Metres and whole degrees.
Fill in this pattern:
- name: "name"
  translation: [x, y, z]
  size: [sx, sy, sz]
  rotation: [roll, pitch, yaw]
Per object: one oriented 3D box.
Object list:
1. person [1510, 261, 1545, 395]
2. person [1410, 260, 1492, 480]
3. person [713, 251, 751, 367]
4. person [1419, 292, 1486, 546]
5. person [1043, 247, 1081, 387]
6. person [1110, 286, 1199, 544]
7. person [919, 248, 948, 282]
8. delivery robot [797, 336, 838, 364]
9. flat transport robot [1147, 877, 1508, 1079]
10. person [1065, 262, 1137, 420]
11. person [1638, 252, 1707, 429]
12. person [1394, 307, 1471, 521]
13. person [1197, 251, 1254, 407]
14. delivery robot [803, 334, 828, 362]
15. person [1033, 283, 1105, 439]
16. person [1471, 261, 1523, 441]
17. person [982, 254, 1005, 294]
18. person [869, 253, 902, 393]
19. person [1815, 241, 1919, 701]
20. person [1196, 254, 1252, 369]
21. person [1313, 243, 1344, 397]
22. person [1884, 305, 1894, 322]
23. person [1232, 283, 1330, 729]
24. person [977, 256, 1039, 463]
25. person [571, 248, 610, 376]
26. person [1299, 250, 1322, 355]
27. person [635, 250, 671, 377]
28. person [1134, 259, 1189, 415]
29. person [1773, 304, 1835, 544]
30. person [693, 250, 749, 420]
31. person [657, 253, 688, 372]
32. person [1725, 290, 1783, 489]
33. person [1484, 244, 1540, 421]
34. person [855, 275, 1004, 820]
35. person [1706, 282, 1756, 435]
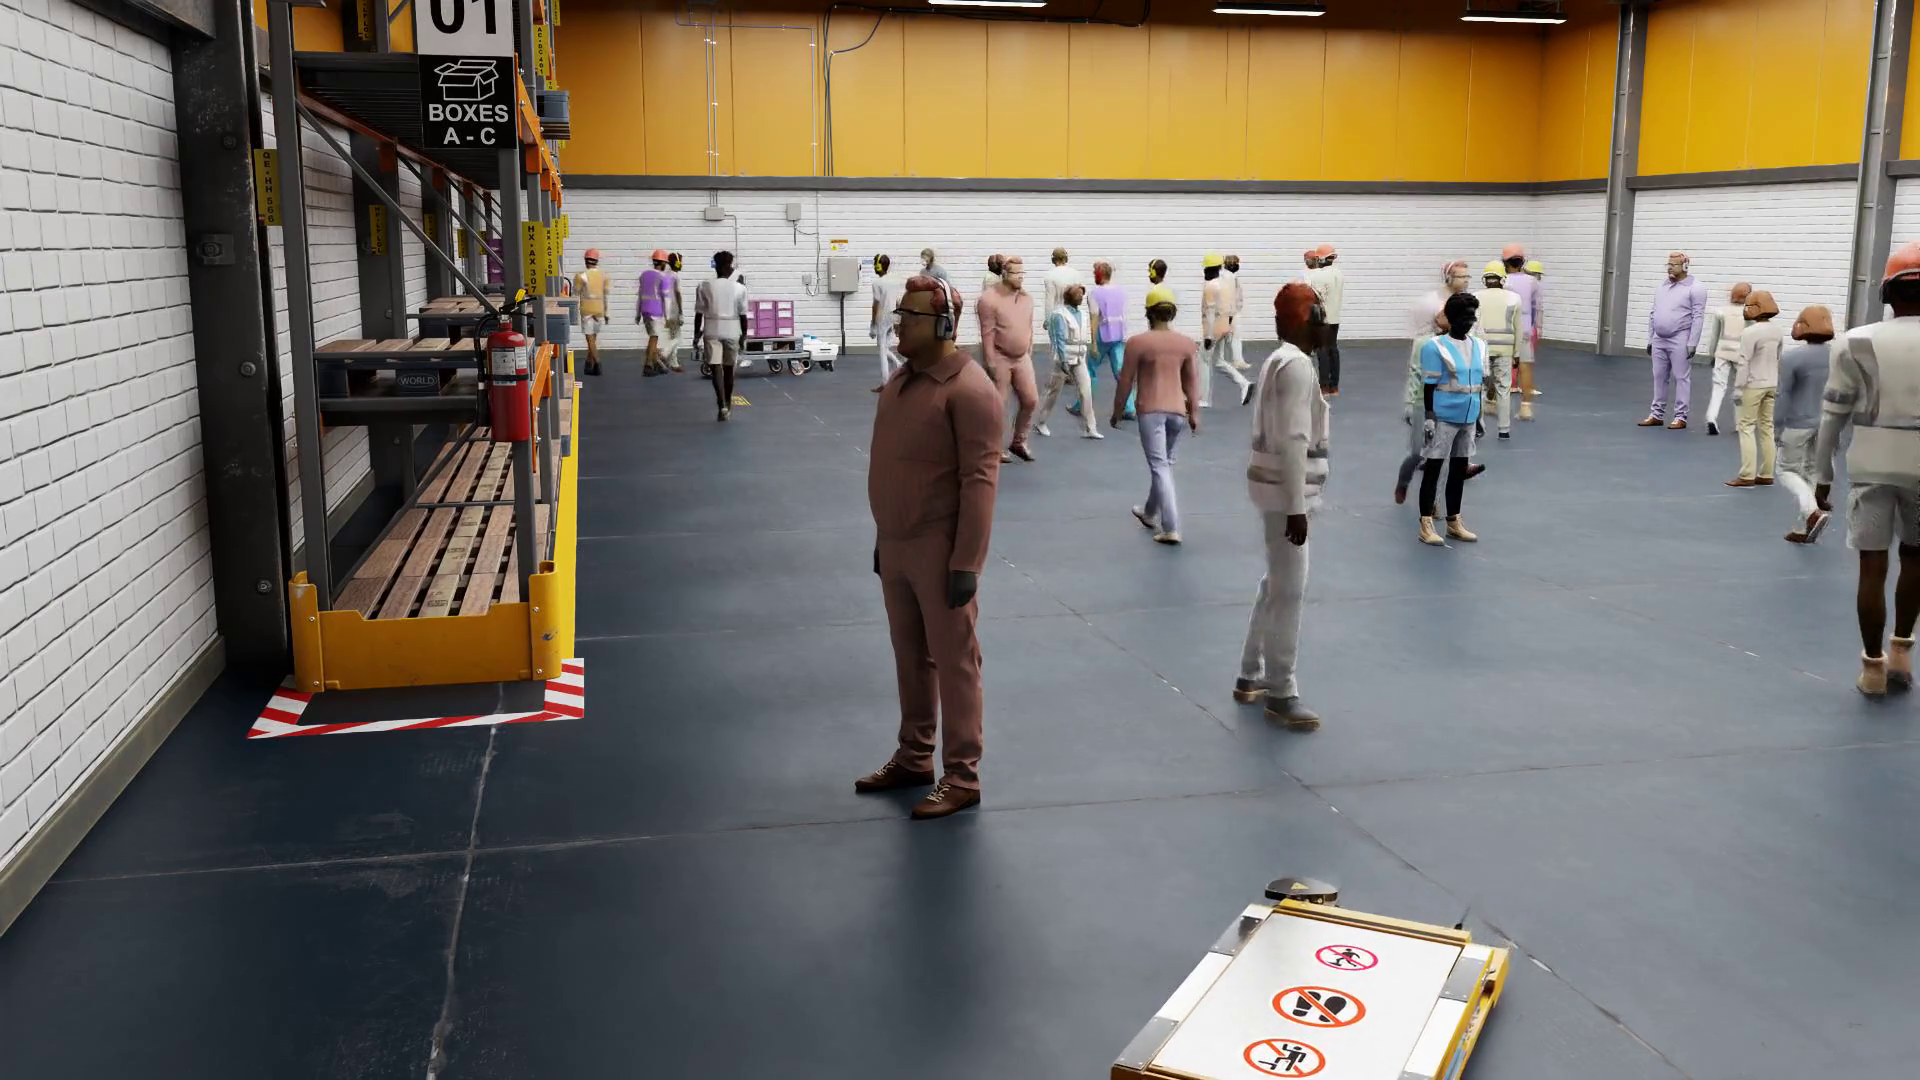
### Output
- name: "person"
  translation: [7.523, -2.801, 21.998]
  size: [0.323, 1.763, 0.533]
  rotation: [-4, 11, -21]
- name: "person"
  translation: [4.254, -1.445, 14.232]
  size: [0.672, 1.853, 1.005]
  rotation: [-5, 12, -27]
- name: "person"
  translation: [-3.669, -3.659, 26.508]
  size: [0.607, 1.872, 1.060]
  rotation: [5, 11, 26]
- name: "person"
  translation: [3.309, -0.812, 11.166]
  size: [0.532, 1.694, 0.319]
  rotation: [-5, 11, -26]
- name: "person"
  translation: [1.403, -3.095, 23.149]
  size: [0.629, 1.937, 0.379]
  rotation: [-8, 13, -38]
- name: "person"
  translation: [1.336, -0.864, 11.387]
  size: [0.534, 1.717, 0.894]
  rotation: [-4, 11, -23]
- name: "person"
  translation: [-0.416, -3.676, 26.432]
  size: [0.474, 1.915, 0.687]
  rotation: [-8, 13, -39]
- name: "delivery robot"
  translation: [-2.256, -2.929, 25.793]
  size: [0.707, 0.478, 0.477]
  rotation: [-5, 11, -24]
- name: "flat transport robot"
  translation: [0.881, 1.186, 4.040]
  size: [0.652, 0.197, 1.431]
  rotation: [5, 11, 26]
- name: "person"
  translation: [1.648, -2.267, 18.967]
  size: [0.583, 1.789, 1.015]
  rotation: [-8, 13, -39]
- name: "person"
  translation: [7.717, -2.157, 18.031]
  size: [0.407, 1.908, 0.641]
  rotation: [-6, 12, -29]
- name: "person"
  translation: [3.510, -0.970, 12.258]
  size: [0.548, 1.604, 0.566]
  rotation: [-1, 10, -7]
- name: "person"
  translation: [3.164, -2.536, 20.162]
  size: [0.749, 1.906, 0.591]
  rotation: [6, 12, 32]
- name: "delivery robot"
  translation: [-2.429, -3.013, 26.259]
  size: [0.707, 0.478, 0.477]
  rotation: [-9, 14, -43]
- name: "person"
  translation: [1.103, -1.853, 17.201]
  size: [0.517, 1.600, 0.842]
  rotation: [-10, 14, -43]
- name: "person"
  translation: [5.406, -1.913, 16.909]
  size: [0.586, 1.825, 0.404]
  rotation: [3, 11, 16]
- name: "person"
  translation: [0.508, -3.043, 23.119]
  size: [0.429, 1.844, 0.627]
  rotation: [0, 10, 3]
- name: "person"
  translation: [-0.974, -2.869, 22.116]
  size: [0.464, 1.859, 0.512]
  rotation: [6, 12, 31]
- name: "person"
  translation: [4.192, -0.310, 7.463]
  size: [0.647, 2.023, 0.641]
  rotation: [4, 11, 22]
- name: "person"
  translation: [4.208, -3.616, 26.378]
  size: [0.807, 1.815, 0.630]
  rotation: [-2, 10, -9]
- name: "person"
  translation: [4.750, -2.857, 21.661]
  size: [0.396, 1.992, 0.623]
  rotation: [9, 14, 41]
- name: "person"
  translation: [9.364, -1.787, 16.470]
  size: [0.498, 1.724, 0.490]
  rotation: [-1, 10, -5]
- name: "person"
  translation: [1.376, -0.153, 7.083]
  size: [0.361, 1.856, 0.683]
  rotation: [2, 10, 8]
- name: "person"
  translation: [0.459, -1.627, 15.168]
  size: [0.649, 1.887, 0.519]
  rotation: [-7, 12, -34]
- name: "person"
  translation: [-5.598, -3.439, 25.119]
  size: [0.600, 1.903, 0.642]
  rotation: [-9, 13, -40]
- name: "person"
  translation: [6.278, -4.189, 29.416]
  size: [0.596, 1.853, 0.516]
  rotation: [8, 13, 38]
- name: "person"
  translation: [-4.554, -3.397, 24.978]
  size: [0.569, 1.885, 0.770]
  rotation: [7, 12, 34]
- name: "person"
  translation: [2.402, -2.380, 19.525]
  size: [0.516, 1.824, 1.002]
  rotation: [-9, 14, -42]
- name: "person"
  translation: [5.636, -0.738, 10.984]
  size: [0.503, 1.620, 0.517]
  rotation: [-1, 10, -6]
- name: "person"
  translation: [-2.725, -2.347, 19.048]
  size: [0.622, 1.929, 0.971]
  rotation: [-3, 11, -17]
- name: "person"
  translation: [-4.451, -3.481, 25.537]
  size: [0.518, 1.846, 0.537]
  rotation: [-9, 13, -40]
- name: "person"
  translation: [6.562, -1.233, 13.702]
  size: [0.507, 1.628, 0.279]
  rotation: [-6, 12, -29]
- name: "person"
  translation: [6.283, -2.370, 18.988]
  size: [0.629, 1.986, 1.074]
  rotation: [-1, 10, -7]
- name: "person"
  translation: [-0.127, 0.023, 5.940]
  size: [0.410, 1.913, 0.643]
  rotation: [-7, 12, -34]
- name: "person"
  translation: [8.107, -1.904, 17.481]
  size: [0.523, 1.610, 0.806]
  rotation: [9, 13, 40]
